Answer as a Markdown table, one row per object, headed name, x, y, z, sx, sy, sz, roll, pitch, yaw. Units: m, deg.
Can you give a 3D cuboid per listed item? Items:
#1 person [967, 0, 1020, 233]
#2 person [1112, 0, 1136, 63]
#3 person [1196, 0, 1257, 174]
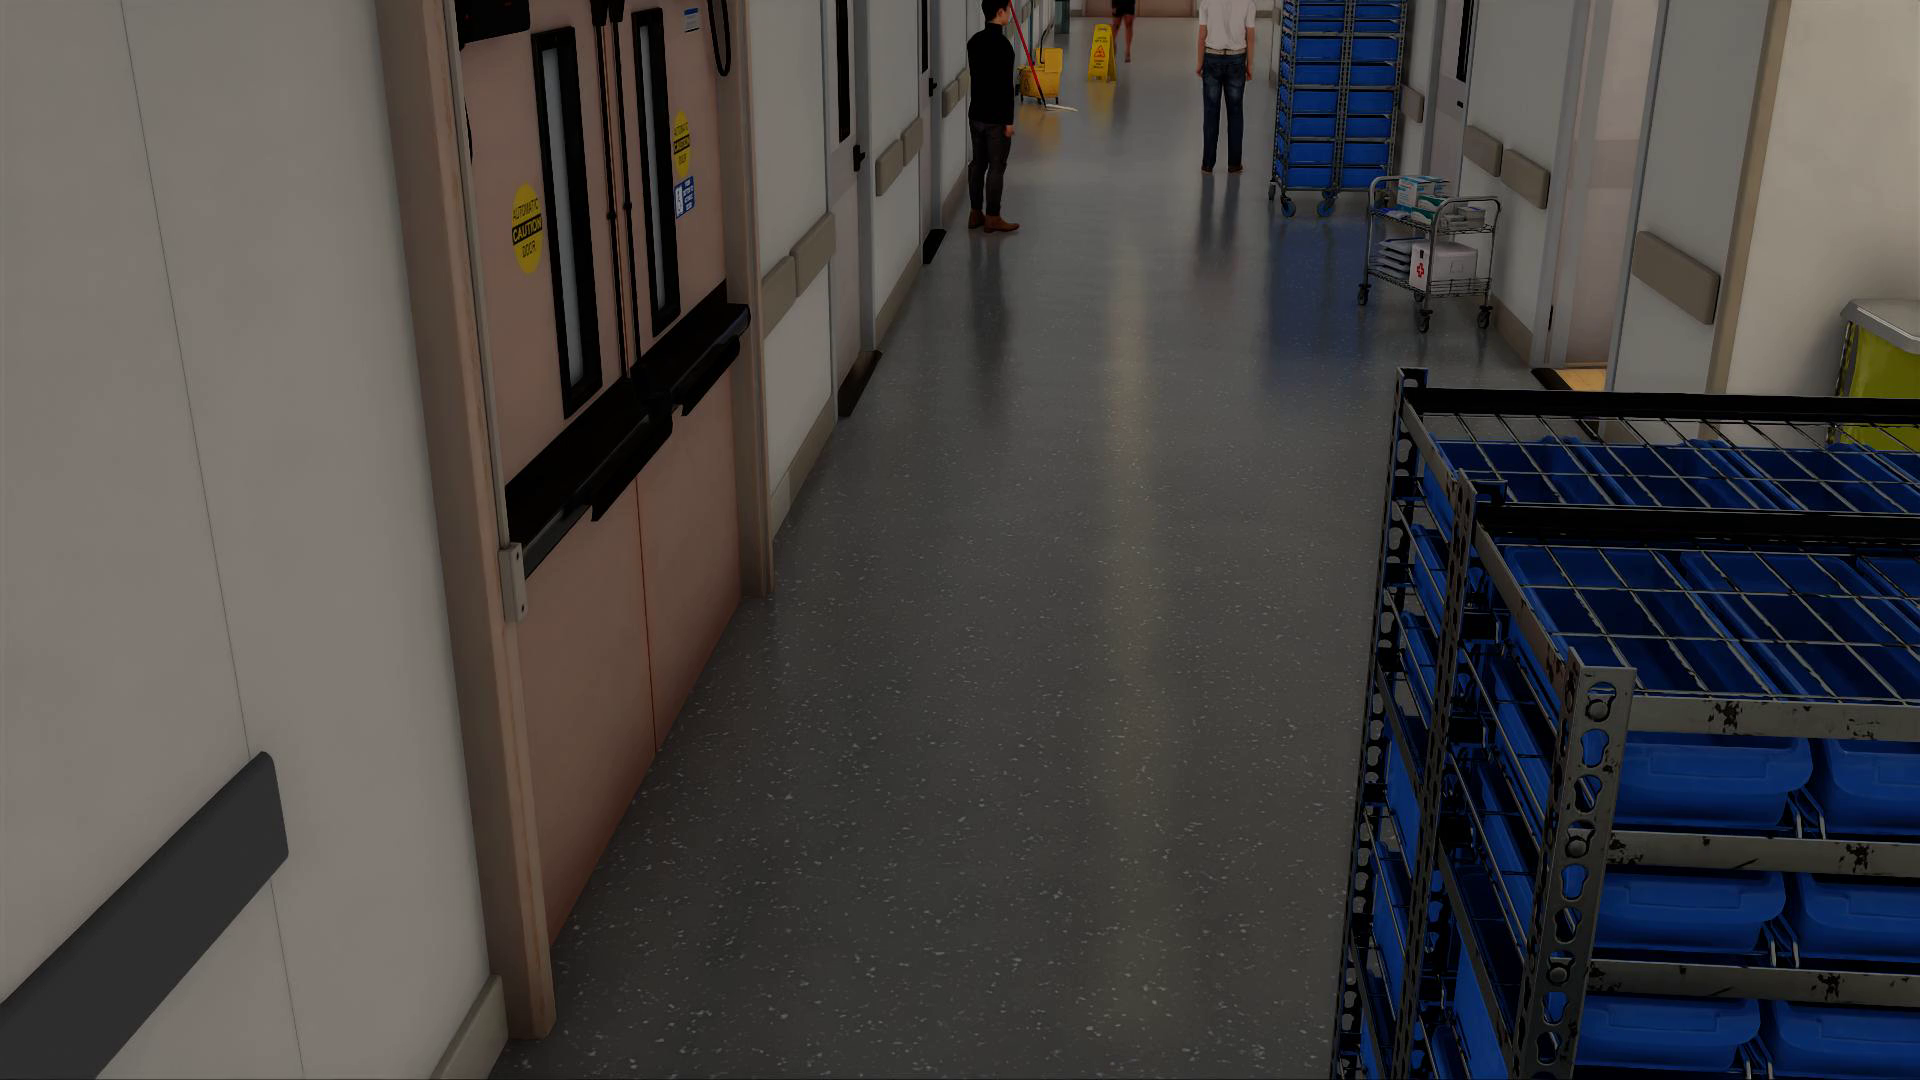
| name | x | y | z | sx | sy | sz | roll | pitch | yaw |
| --- | --- | --- | --- | --- | --- | --- | --- | --- | --- |
| person | 0.223 | -3.147 | 12.217 | 0.775 | 1.722 | 0.696 | -14 | 25 | -33 |
| person | 2.537 | -8.327 | 26.049 | 0.657 | 1.611 | 1.040 | -1 | 21 | -4 |
| person | 2.383 | -4.279 | 15.024 | 0.665 | 1.851 | 0.556 | 3 | 21 | 7 |
